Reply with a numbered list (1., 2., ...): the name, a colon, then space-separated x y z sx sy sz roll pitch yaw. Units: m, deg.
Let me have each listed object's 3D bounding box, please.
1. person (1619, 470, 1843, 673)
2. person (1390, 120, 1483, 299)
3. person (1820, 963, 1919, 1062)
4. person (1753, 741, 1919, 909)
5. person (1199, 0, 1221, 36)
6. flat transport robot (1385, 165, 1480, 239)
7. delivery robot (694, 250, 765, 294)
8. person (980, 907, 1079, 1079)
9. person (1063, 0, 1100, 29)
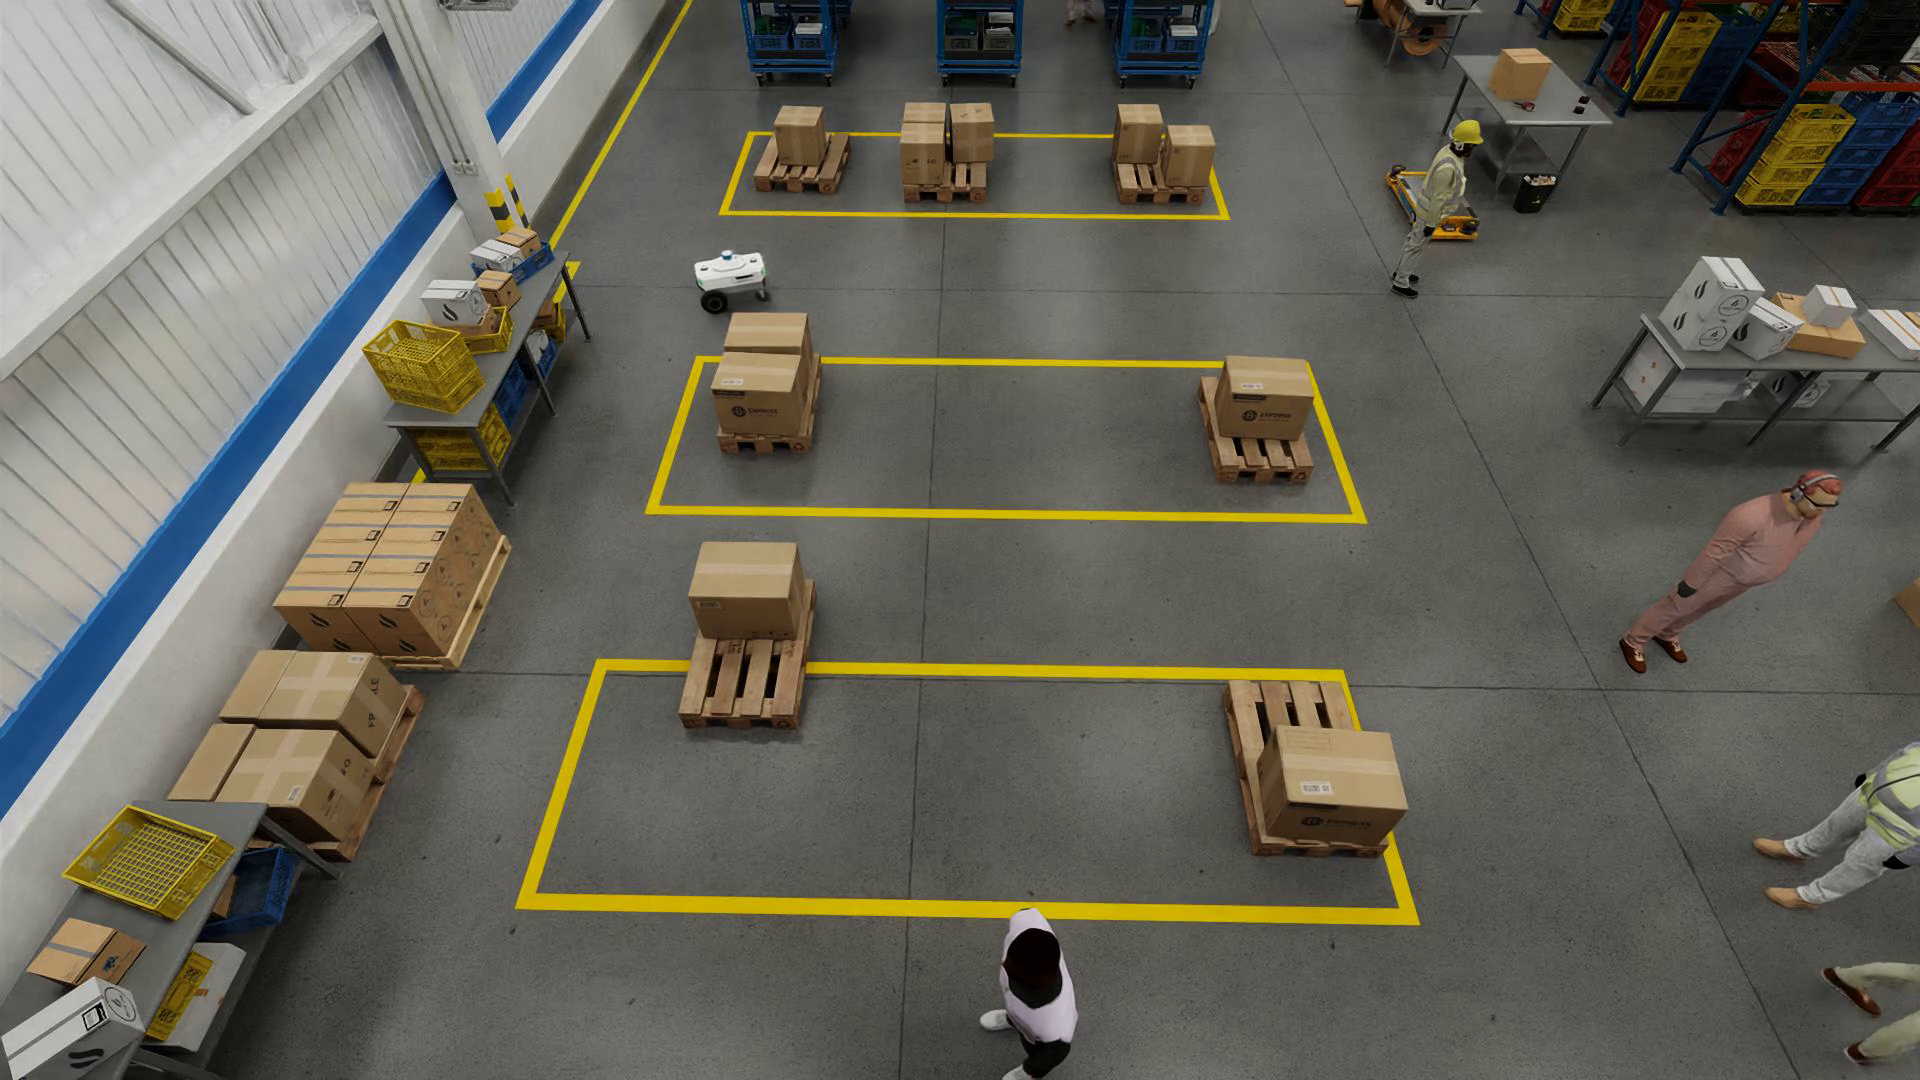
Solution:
1. person: 5.243 0.238 6.235 0.651 1.906 0.403 -10 50 -9
2. person: 4.882 -3.396 9.429 0.404 1.833 0.590 17 51 14
3. person: 5.158 2.175 4.602 0.376 1.838 0.570 22 53 18
4. person: 5.254 1.542 5.156 0.428 1.836 0.628 12 50 11
5. person: 3.955 -8.709 14.160 0.333 1.634 0.522 -20 52 -16
6. flat transport robot: 5.692 -4.094 11.059 0.652 0.197 1.431 1 49 1
7. delivery robot: -2.431 -2.833 9.721 0.707 0.478 0.477 -13 50 -11
8. person: 0.357 2.274 4.465 0.397 1.919 0.590 -12 50 -10
9. person: 1.922 -9.050 14.257 0.764 1.947 0.499 4 49 3
